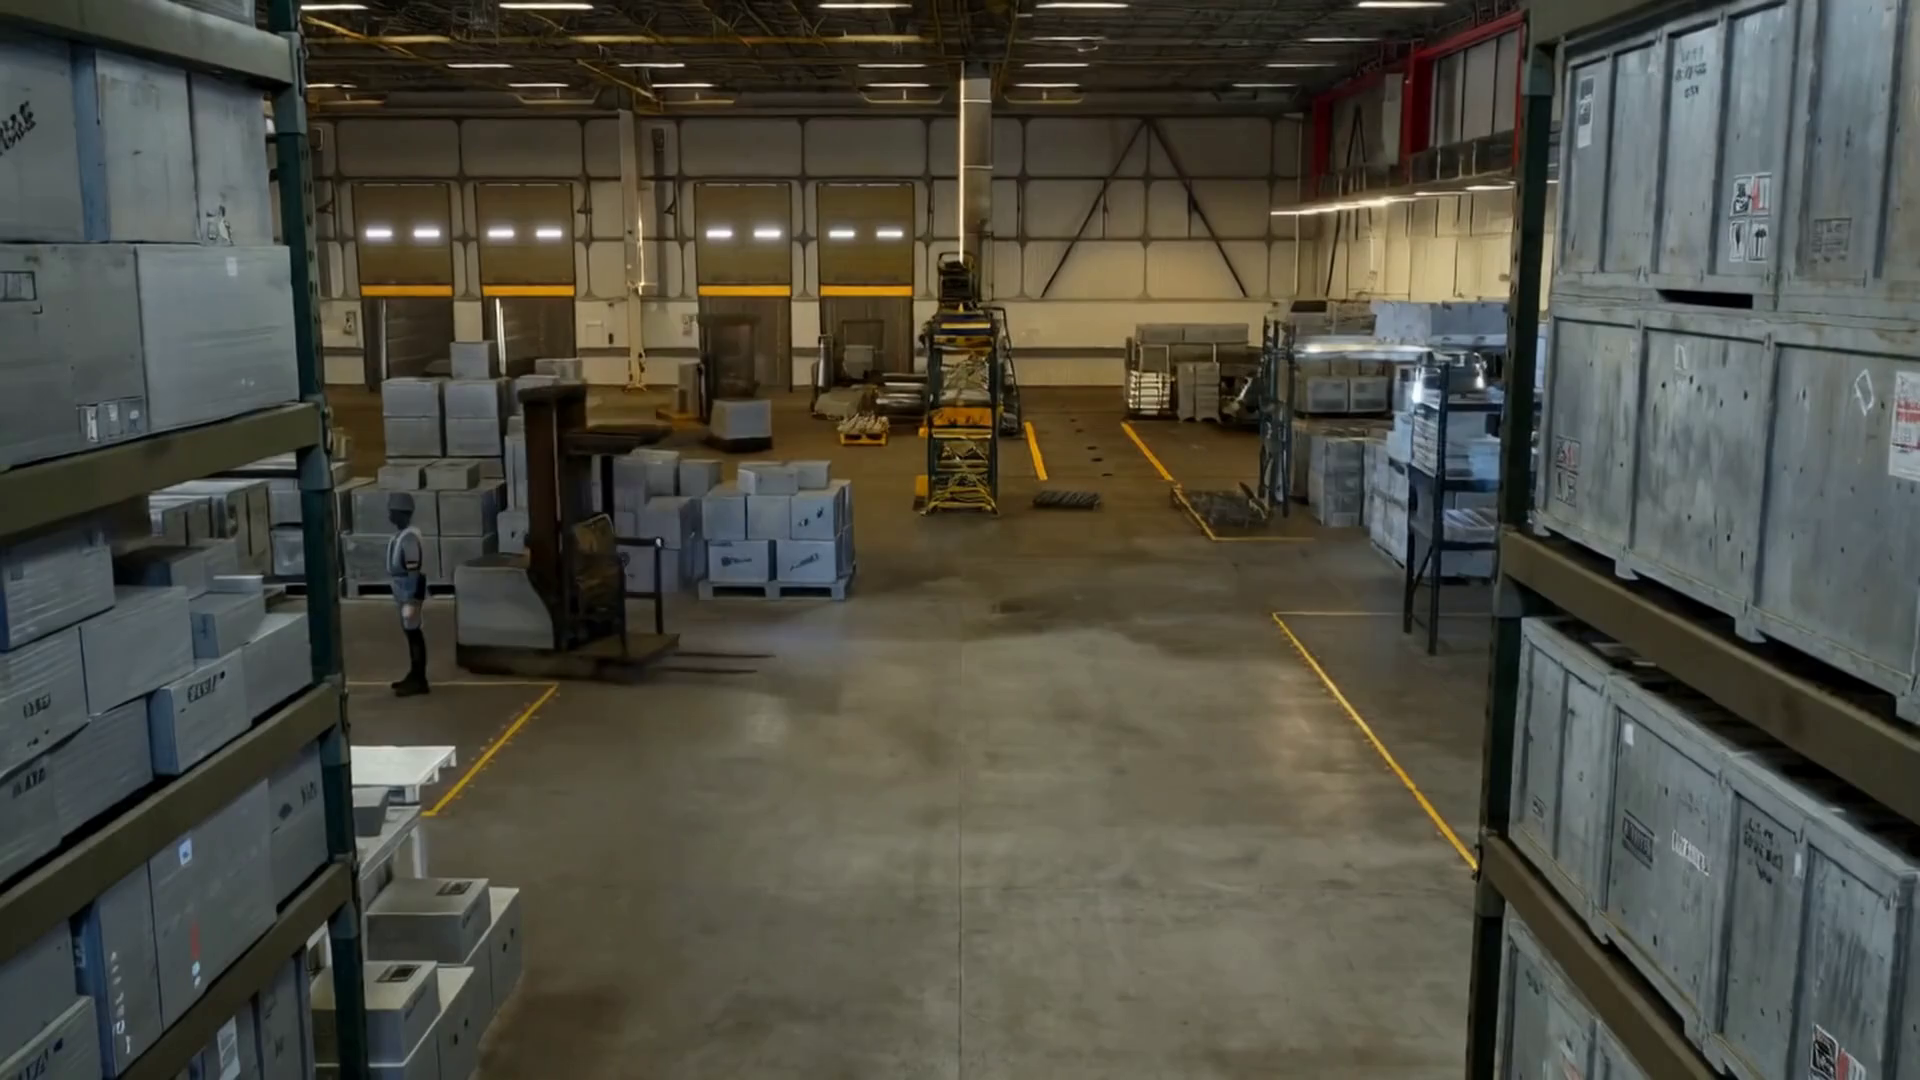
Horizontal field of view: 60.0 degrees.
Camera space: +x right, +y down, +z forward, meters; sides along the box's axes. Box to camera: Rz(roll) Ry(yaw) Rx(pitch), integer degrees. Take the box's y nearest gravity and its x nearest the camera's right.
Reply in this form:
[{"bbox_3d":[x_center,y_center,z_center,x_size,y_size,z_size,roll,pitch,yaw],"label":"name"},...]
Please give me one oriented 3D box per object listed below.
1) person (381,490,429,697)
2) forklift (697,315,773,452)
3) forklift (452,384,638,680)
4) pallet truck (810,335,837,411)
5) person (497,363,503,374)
[{"bbox_3d":[-5.188,0.492,15.570,0.351,1.942,0.547,-5,11,-25],"label":"person"},{"bbox_3d":[-4.720,-3.316,34.835,1.129,2.768,1.873,-5,11,-25],"label":"forklift"},{"bbox_3d":[-3.974,-0.127,16.433,1.873,2.768,1.129,2,10,9],"label":"forklift"},{"bbox_3d":[-3.021,-4.312,43.126,1.885,1.965,0.823,3,10,17],"label":"pallet truck"},{"bbox_3d":[-9.262,-2.562,33.252,0.404,1.926,0.662,-9,14,-44],"label":"person"}]
